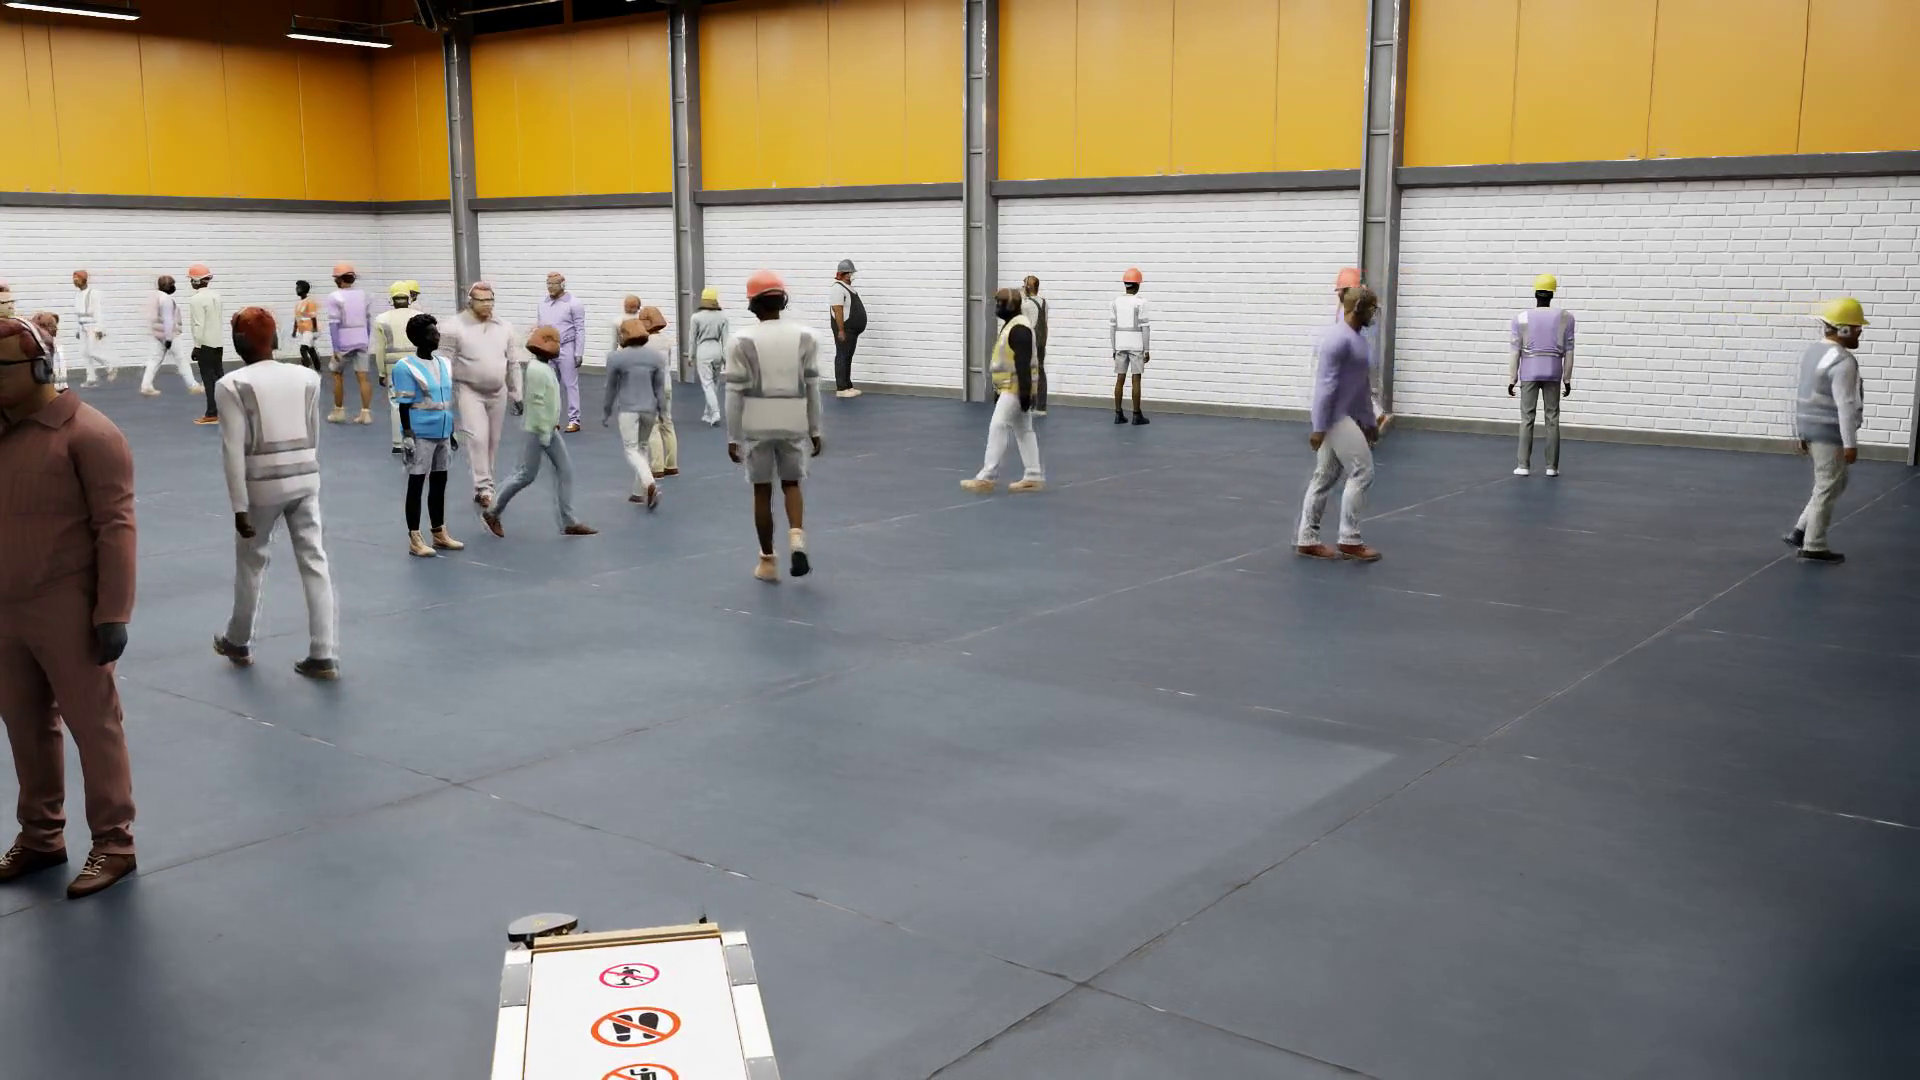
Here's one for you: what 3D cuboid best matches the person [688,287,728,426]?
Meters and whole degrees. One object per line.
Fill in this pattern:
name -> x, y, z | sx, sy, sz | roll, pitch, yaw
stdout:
person -> -3.090, -2.281, 20.636 | 0.490, 1.710, 0.850 | -6, 11, -31

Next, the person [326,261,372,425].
person -> -7.617, -2.433, 20.634 | 0.810, 2.019, 0.622 | 9, 13, 41

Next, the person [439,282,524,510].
person -> -3.905, -1.185, 13.791 | 0.660, 1.869, 0.877 | -9, 13, -41

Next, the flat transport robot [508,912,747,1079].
flat transport robot -> -0.819, 1.269, 4.160 | 0.652, 0.197, 1.431 | -2, 10, -12

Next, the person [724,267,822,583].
person -> -1.186, -0.715, 10.612 | 0.628, 2.024, 0.491 | -4, 10, -20

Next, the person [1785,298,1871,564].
person -> 5.925, -0.731, 11.306 | 0.437, 1.813, 0.615 | 1, 10, 7

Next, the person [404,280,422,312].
person -> -7.484, -2.661, 22.713 | 0.524, 1.763, 0.336 | 6, 11, 31

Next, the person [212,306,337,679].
person -> -3.497, -0.243, 8.384 | 0.962, 1.838, 0.577 | 8, 13, 41

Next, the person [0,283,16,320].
person -> -7.296, -1.004, 12.685 | 0.515, 1.890, 0.650 | 3, 10, 15

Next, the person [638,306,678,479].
person -> -2.867, -1.382, 15.666 | 0.276, 1.628, 0.505 | 4, 10, 20

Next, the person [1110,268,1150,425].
person -> 2.125, -2.398, 20.666 | 0.545, 1.938, 0.362 | 7, 12, 34

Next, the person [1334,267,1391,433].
person -> 4.576, -2.169, 19.246 | 0.879, 1.969, 0.609 | 6, 11, 30

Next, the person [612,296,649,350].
person -> -4.103, -2.261, 20.856 | 0.534, 1.589, 0.857 | 0, 10, 0

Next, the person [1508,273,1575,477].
person -> 5.511, -1.557, 15.796 | 0.585, 1.929, 0.370 | 2, 10, 13

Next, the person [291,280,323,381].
person -> -10.869, -3.446, 27.495 | 0.686, 1.673, 0.534 | -9, 14, -44

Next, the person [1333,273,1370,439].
person -> 4.183, -1.904, 17.877 | 0.455, 1.914, 0.540 | 6, 11, 31

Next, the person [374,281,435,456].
person -> -5.817, -1.793, 17.452 | 0.589, 1.832, 0.404 | -4, 11, -24

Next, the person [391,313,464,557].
person -> -3.737, -0.738, 11.695 | 0.317, 1.700, 0.538 | 4, 11, 23

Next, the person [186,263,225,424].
person -> -9.386, -2.437, 20.720 | 0.379, 1.996, 0.608 | 1, 10, 3

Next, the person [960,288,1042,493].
person -> 0.353, -1.313, 14.721 | 0.853, 1.808, 0.666 | -1, 10, -3

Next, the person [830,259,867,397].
person -> -1.652, -3.156, 24.779 | 0.538, 2.000, 0.681 | 2, 10, 10

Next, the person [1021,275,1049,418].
person -> 0.947, -2.492, 21.513 | 0.334, 1.841, 0.505 | 8, 13, 40

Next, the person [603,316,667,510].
person -> -2.662, -1.056, 13.817 | 0.500, 1.602, 0.741 | -6, 11, -32

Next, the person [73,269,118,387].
person -> -13.818, -3.364, 26.468 | 0.609, 1.871, 0.497 | 6, 11, 30

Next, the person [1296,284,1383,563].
person -> 2.666, -0.781, 11.362 | 0.782, 1.900, 0.628 | 4, 11, 23

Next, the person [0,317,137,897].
person -> -3.039, 0.224, 5.494 | 0.652, 1.905, 0.409 | 3, 10, 16

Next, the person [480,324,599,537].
person -> -3.165, -0.812, 12.390 | 0.811, 1.593, 0.504 | 0, 10, 2

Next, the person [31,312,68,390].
person -> -8.055, -1.226, 14.809 | 0.873, 1.589, 0.540 | 1, 10, 6

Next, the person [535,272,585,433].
person -> -4.772, -2.225, 19.754 | 0.655, 1.904, 0.407 | 4, 10, 21

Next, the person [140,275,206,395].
person -> -11.927, -3.072, 25.022 | 0.633, 1.801, 0.956 | 10, 14, 44
